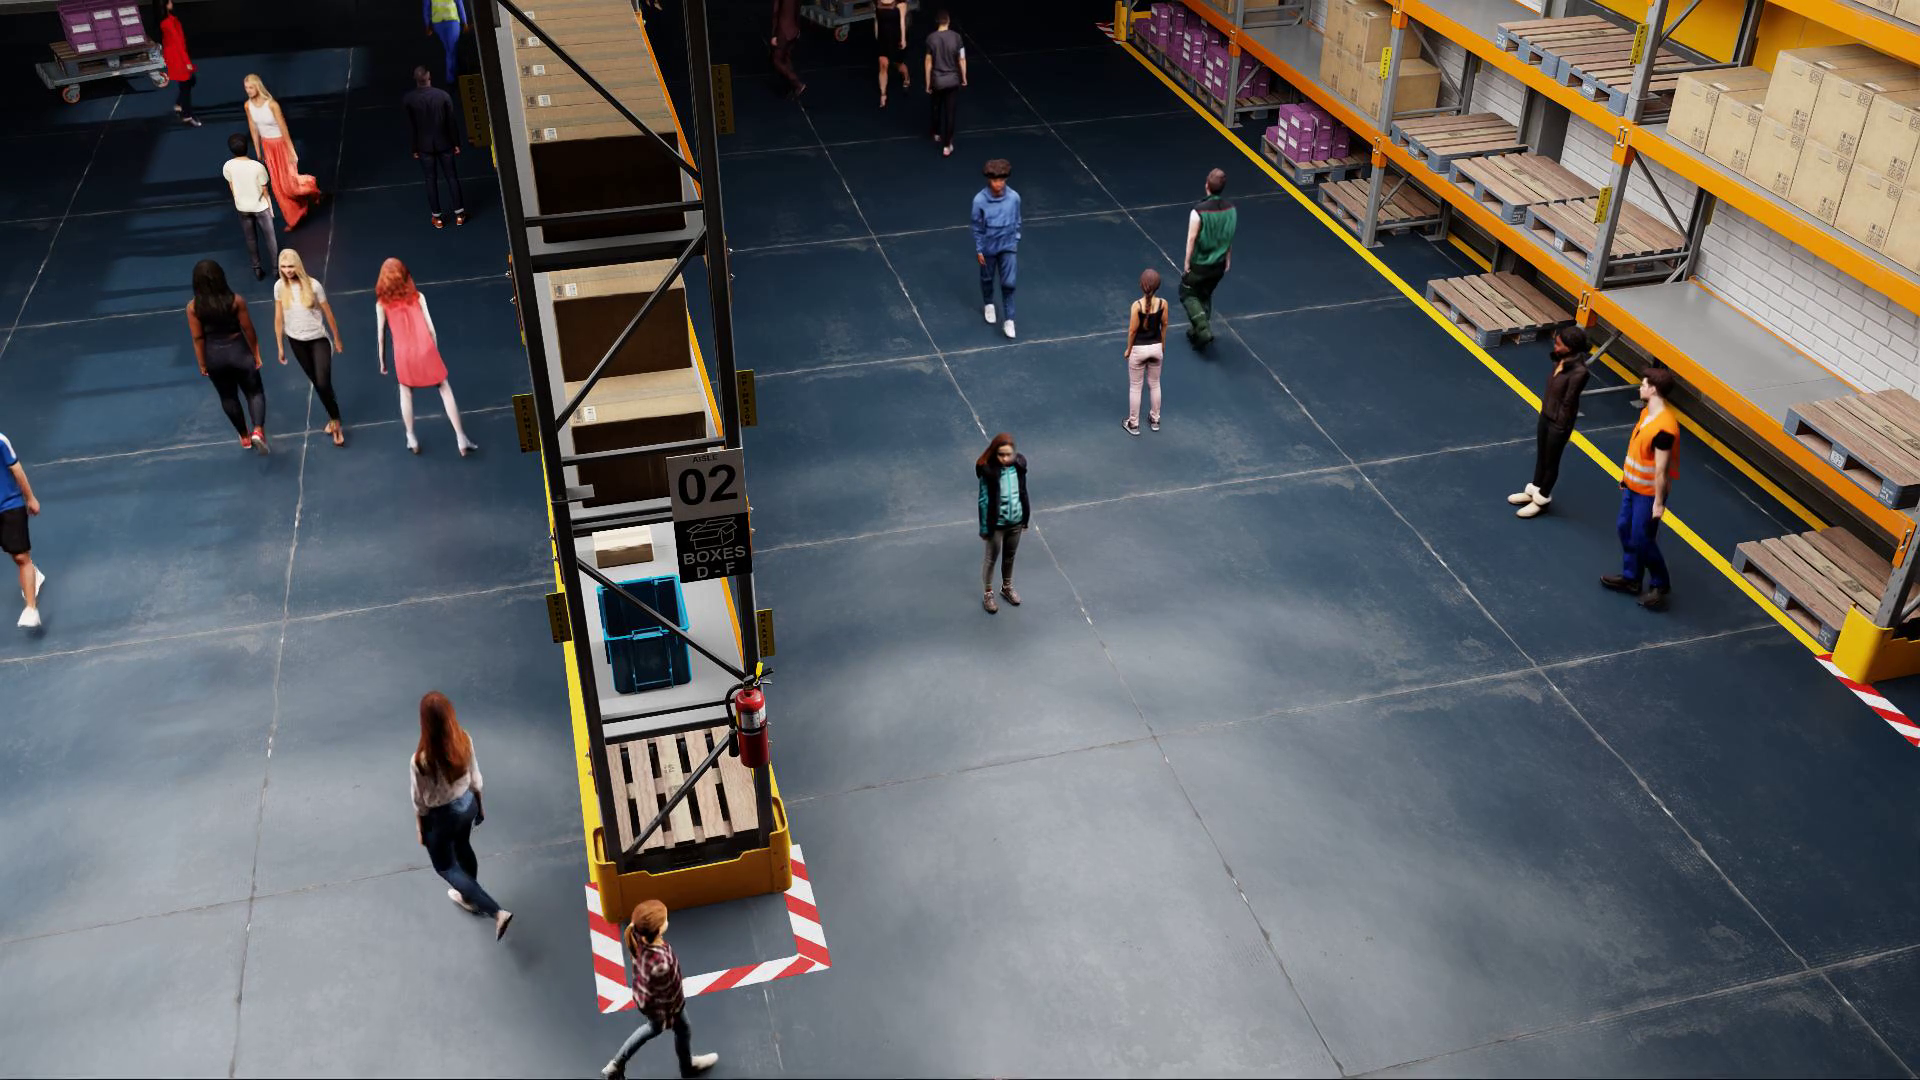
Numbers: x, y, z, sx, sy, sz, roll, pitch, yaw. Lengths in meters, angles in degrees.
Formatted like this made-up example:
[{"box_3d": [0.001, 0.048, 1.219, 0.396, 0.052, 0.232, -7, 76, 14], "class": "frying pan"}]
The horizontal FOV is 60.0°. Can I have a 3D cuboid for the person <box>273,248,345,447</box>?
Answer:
[{"box_3d": [-5.719, -1.775, 14.693, 0.736, 1.806, 0.816, -1, 34, -2], "class": "person"}]

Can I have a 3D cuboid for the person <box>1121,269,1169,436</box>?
[{"box_3d": [1.652, -1.677, 14.764, 0.525, 1.564, 0.486, -9, 35, -13], "class": "person"}]

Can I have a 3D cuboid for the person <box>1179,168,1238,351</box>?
[{"box_3d": [2.396, -2.636, 15.974, 0.709, 1.823, 0.831, -13, 36, -18], "class": "person"}]

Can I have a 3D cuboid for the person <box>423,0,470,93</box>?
[{"box_3d": [-6.993, -7.098, 22.743, 1.001, 1.760, 1.322, 4, 34, 7], "class": "person"}]

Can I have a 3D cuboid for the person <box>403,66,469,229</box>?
[{"box_3d": [-5.891, -4.410, 18.647, 0.704, 1.818, 0.595, -11, 35, -16], "class": "person"}]

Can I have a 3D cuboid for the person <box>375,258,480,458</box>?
[{"box_3d": [-4.727, -1.556, 14.360, 0.888, 1.810, 0.739, -7, 34, -10], "class": "person"}]

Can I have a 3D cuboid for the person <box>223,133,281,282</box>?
[{"box_3d": [-7.425, -3.485, 17.467, 0.610, 1.584, 0.524, -4, 34, -6], "class": "person"}]

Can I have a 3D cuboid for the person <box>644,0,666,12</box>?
[{"box_3d": [-4.843, -9.076, 25.767, 0.681, 1.707, 0.753, 20, 39, 28], "class": "person"}]

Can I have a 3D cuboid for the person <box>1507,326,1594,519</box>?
[{"box_3d": [4.899, -0.981, 13.628, 0.646, 1.663, 0.585, 10, 35, 15], "class": "person"}]

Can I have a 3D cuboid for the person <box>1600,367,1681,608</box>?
[{"box_3d": [5.226, -0.371, 12.548, 0.951, 1.844, 0.849, -3, 34, -5], "class": "person"}]

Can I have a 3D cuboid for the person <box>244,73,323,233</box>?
[{"box_3d": [-7.585, -4.368, 18.618, 0.943, 1.780, 1.048, 8, 34, 12], "class": "person"}]

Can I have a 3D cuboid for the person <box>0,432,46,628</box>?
[{"box_3d": [-7.179, -0.291, 12.451, 0.712, 1.817, 1.183, -7, 34, -11], "class": "person"}]

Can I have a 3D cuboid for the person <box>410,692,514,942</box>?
[{"box_3d": [-2.904, 1.634, 9.653, 1.024, 1.708, 0.913, 23, 40, 31], "class": "person"}]

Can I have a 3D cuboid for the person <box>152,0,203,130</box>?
[{"box_3d": [-10.084, -6.093, 21.250, 0.780, 1.739, 0.719, -22, 39, -29], "class": "person"}]

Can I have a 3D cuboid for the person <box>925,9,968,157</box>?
[{"box_3d": [-0.194, -5.611, 20.527, 0.876, 1.737, 1.058, 5, 34, 7], "class": "person"}]

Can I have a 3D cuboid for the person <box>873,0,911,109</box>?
[{"box_3d": [-0.879, -6.631, 22.101, 1.011, 1.693, 1.120, 13, 36, 18], "class": "person"}]

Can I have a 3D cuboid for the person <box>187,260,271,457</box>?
[{"box_3d": [-6.282, -1.519, 14.315, 0.744, 1.798, 0.995, -13, 36, -19], "class": "person"}]

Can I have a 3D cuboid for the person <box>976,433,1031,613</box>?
[{"box_3d": [0.322, -0.156, 12.533, 0.631, 1.501, 0.644, -16, 37, -23], "class": "person"}]

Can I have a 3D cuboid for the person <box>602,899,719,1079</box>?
[{"box_3d": [-1.661, 2.443, 8.814, 0.745, 1.289, 0.847, -18, 37, -24], "class": "person"}]

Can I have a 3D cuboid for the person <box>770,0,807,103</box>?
[{"box_3d": [-2.278, -6.738, 22.119, 1.037, 1.851, 0.972, 19, 38, 26], "class": "person"}]

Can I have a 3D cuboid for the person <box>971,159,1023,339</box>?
[{"box_3d": [0.351, -2.958, 16.502, 0.752, 1.774, 1.023, -5, 34, -7], "class": "person"}]
